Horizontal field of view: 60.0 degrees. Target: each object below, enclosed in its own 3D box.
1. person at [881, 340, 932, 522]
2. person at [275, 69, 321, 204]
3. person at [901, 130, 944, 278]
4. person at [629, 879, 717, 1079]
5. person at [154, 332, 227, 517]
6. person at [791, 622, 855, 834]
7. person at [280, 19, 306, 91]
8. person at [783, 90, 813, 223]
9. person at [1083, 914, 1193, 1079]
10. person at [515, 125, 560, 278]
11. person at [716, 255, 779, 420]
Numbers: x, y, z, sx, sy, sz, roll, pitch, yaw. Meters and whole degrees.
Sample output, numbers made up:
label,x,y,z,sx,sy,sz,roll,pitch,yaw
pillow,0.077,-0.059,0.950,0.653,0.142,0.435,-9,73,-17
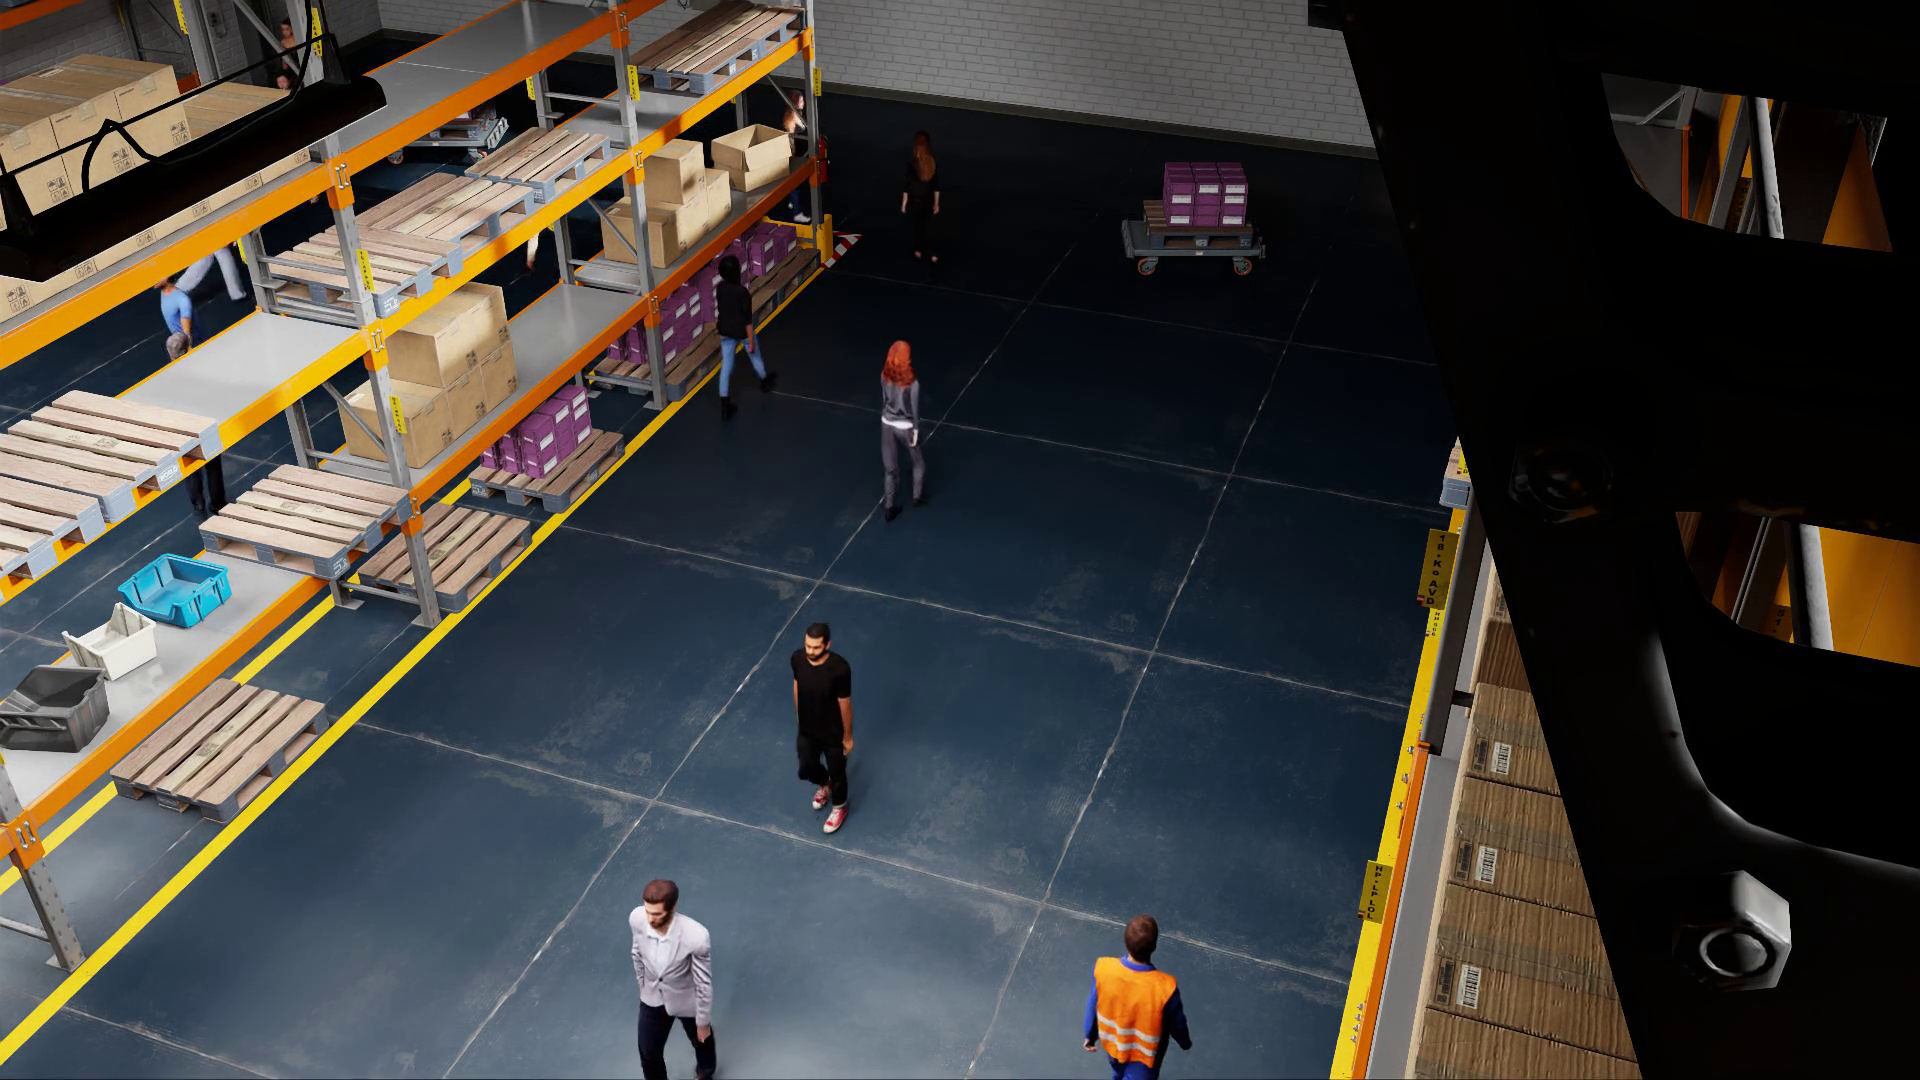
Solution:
label,x,y,z,sx,sy,sz,roll,pitch,yaw
person,-0.584,-0.943,14.952,0.654,1.759,0.803,15,36,21
person,-8.466,-5.177,21.320,0.786,1.762,0.841,-4,34,-6
person,-0.418,-3.914,19.488,1.105,1.686,1.044,-23,40,-30
person,-1.592,2.569,9.604,0.699,1.830,0.867,12,35,17
person,-6.846,-0.961,14.931,0.852,1.813,0.885,-10,35,-15
person,-0.909,1.254,11.659,0.622,1.746,0.653,11,35,17
person,-9.192,-6.486,23.355,0.706,1.688,0.981,7,34,10
person,-2.107,-4.799,20.798,0.627,1.710,0.536,11,35,16
person,0.920,2.866,9.162,0.810,1.824,1.143,17,37,24
person,-4.816,-4.013,19.521,0.698,1.814,1.076,14,36,21
person,-2.280,-1.990,16.619,0.606,1.658,1.110,13,36,19
